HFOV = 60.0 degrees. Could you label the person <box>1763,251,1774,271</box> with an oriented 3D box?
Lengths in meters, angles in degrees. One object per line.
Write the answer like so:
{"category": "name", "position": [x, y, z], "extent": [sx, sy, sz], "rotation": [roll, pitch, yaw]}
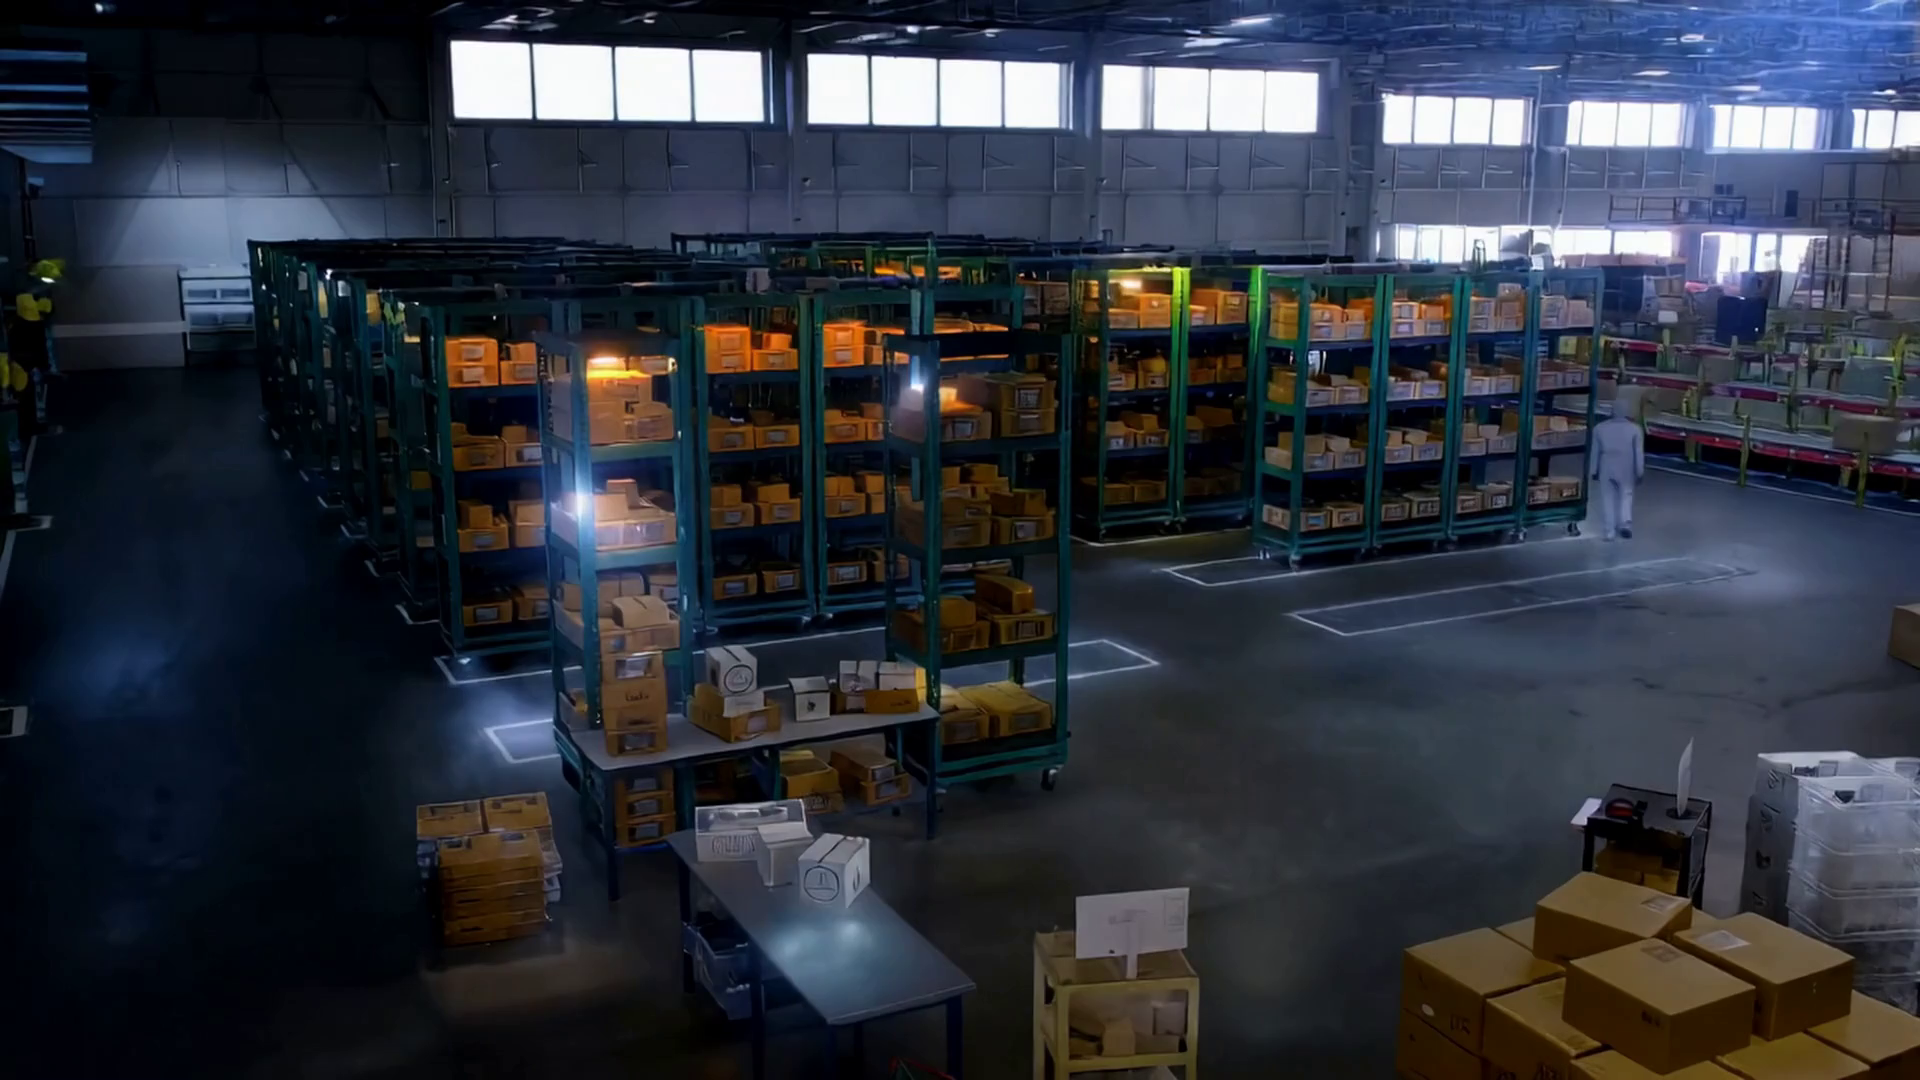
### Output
{"category": "person", "position": [35.271, -11.734, 72.836], "extent": [0.608, 1.835, 0.974], "rotation": [-6, 13, -25]}

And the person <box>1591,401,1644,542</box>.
{"category": "person", "position": [8.776, -0.921, 22.214], "extent": [0.705, 1.868, 0.718], "rotation": [6, 13, 26]}
